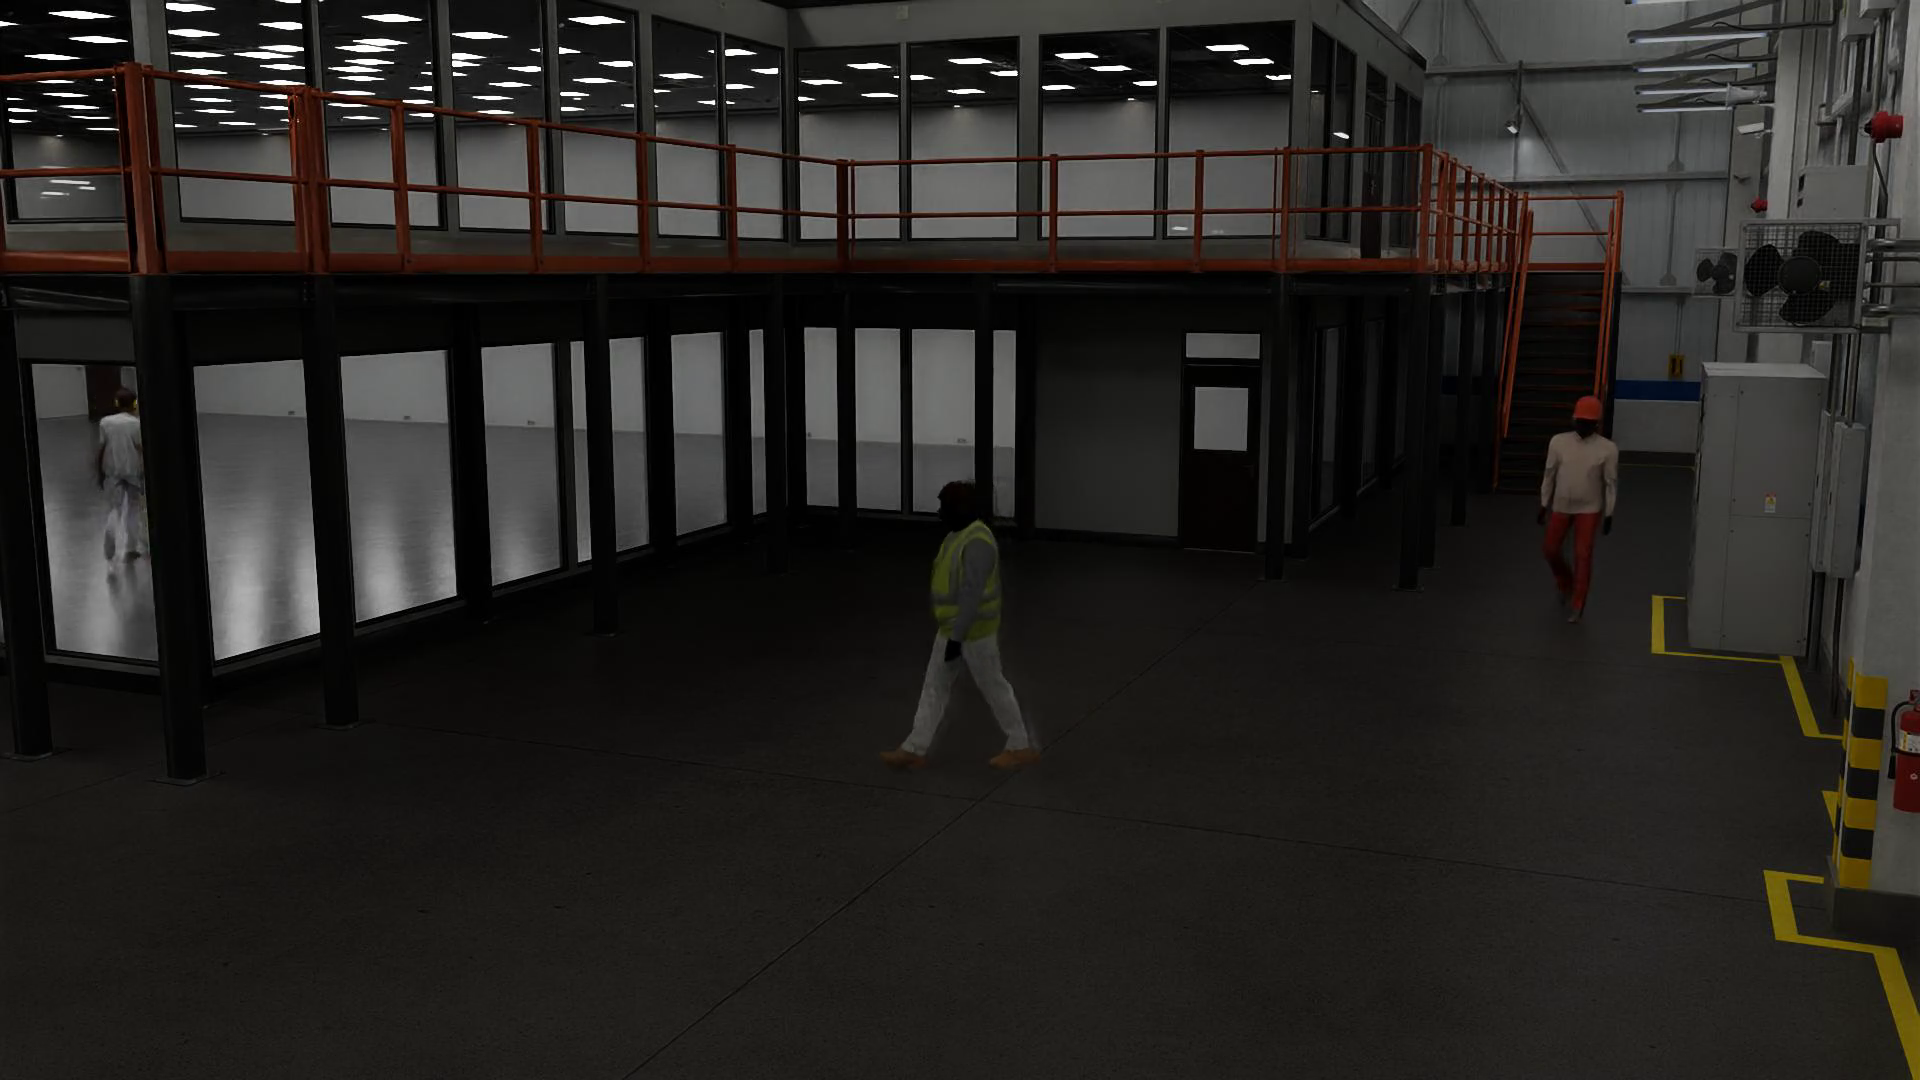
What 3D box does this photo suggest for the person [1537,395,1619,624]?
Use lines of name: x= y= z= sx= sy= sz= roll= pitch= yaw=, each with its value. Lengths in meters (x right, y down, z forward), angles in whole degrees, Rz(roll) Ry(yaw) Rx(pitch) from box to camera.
person: x=5.402 y=-0.280 z=14.549 sx=0.672 sy=1.980 sz=0.571 roll=7 pitch=11 yaw=36

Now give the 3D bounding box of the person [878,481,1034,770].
person: x=0.021 y=0.537 z=10.113 sx=0.959 sy=1.798 sz=0.635 roll=-3 pitch=10 yaw=-17
